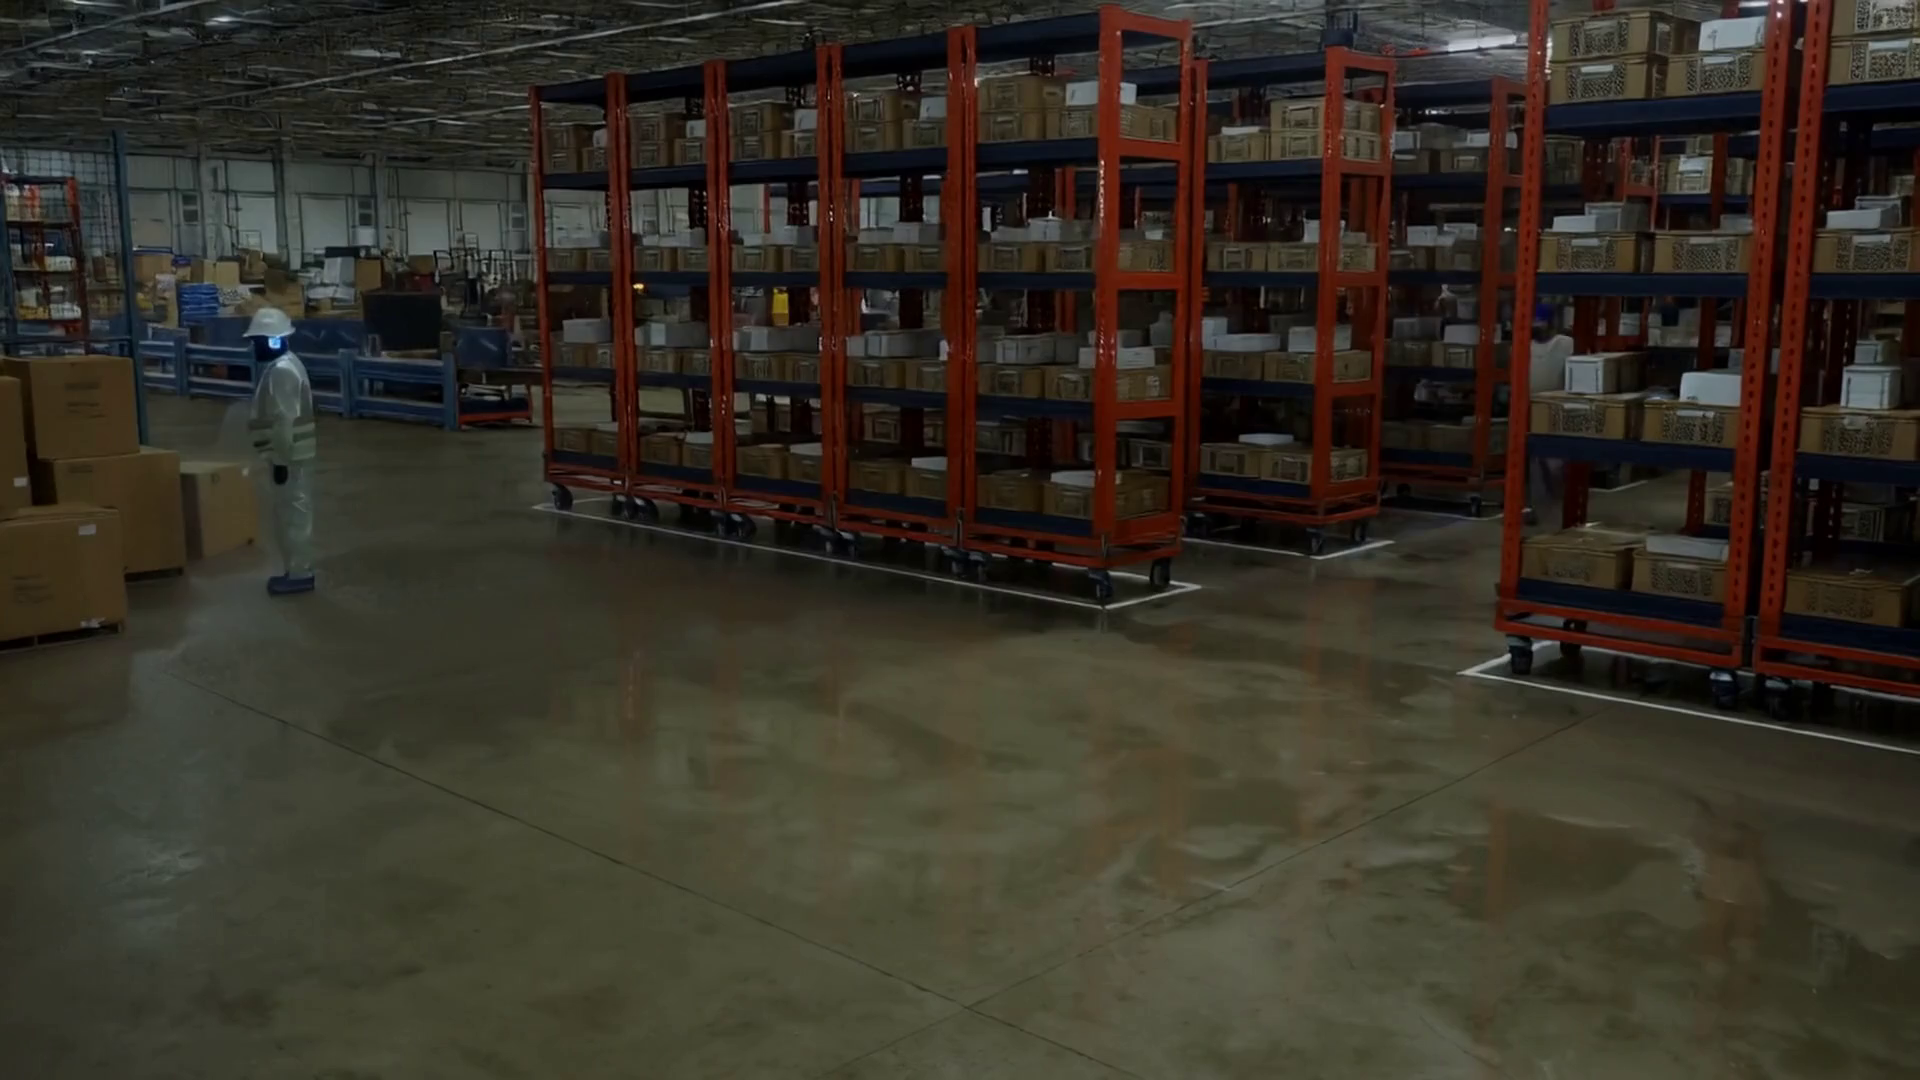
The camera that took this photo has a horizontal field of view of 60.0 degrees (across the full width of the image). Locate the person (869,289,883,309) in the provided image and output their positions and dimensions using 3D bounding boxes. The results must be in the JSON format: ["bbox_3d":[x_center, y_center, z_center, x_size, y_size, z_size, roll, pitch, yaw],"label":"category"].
[{"bbox_3d":[-2.982,-8.455,59.139,0.606,1.798,0.916,-9,13,-43],"label":"person"}]

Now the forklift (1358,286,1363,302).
[{"bbox_3d":[11.100,-7.017,46.970,1.873,2.768,1.129,9,13,43],"label":"forklift"}]

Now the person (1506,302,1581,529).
[{"bbox_3d":[4.734,-0.998,13.356,0.584,1.810,0.618,-7,12,-39],"label":"person"}]

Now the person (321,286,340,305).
[{"bbox_3d":[-18.821,-6.933,49.734,0.498,1.831,0.966,0,9,-3],"label":"person"}]

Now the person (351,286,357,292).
[{"bbox_3d":[-30.487,-12.382,83.443,0.751,1.703,0.582,-4,10,-21],"label":"person"}]

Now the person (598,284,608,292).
[{"bbox_3d":[-13.803,-9.401,64.504,0.555,1.918,0.407,5,11,30],"label":"person"}]

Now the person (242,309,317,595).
[{"bbox_3d":[-4.339,-0.565,10.670,0.406,1.823,0.590,-4,10,-21],"label":"person"}]

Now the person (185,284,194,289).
[{"bbox_3d":[-33.121,-10.488,71.329,0.930,1.884,0.617,0,9,0],"label":"person"}]

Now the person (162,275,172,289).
[{"bbox_3d":[-29.092,-8.785,60.959,0.550,1.851,0.431,-2,9,-12],"label":"person"}]

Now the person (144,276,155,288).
[{"bbox_3d":[-32.284,-9.659,66.496,0.629,1.803,0.951,0,9,2],"label":"person"}]

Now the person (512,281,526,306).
[{"bbox_3d":[-15.140,-8.067,57.154,0.852,1.654,0.532,8,12,42],"label":"person"}]

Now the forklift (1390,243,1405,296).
[{"bbox_3d":[13.072,-7.357,49.052,1.873,2.768,1.129,9,13,43],"label":"forklift"}]

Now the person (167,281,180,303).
[{"bbox_3d":[-20.159,-5.790,42.854,0.311,1.769,0.522,4,10,26],"label":"person"}]

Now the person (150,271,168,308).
[{"bbox_3d":[-26.132,-7.797,54.407,0.605,2.017,0.702,1,9,5],"label":"person"}]
